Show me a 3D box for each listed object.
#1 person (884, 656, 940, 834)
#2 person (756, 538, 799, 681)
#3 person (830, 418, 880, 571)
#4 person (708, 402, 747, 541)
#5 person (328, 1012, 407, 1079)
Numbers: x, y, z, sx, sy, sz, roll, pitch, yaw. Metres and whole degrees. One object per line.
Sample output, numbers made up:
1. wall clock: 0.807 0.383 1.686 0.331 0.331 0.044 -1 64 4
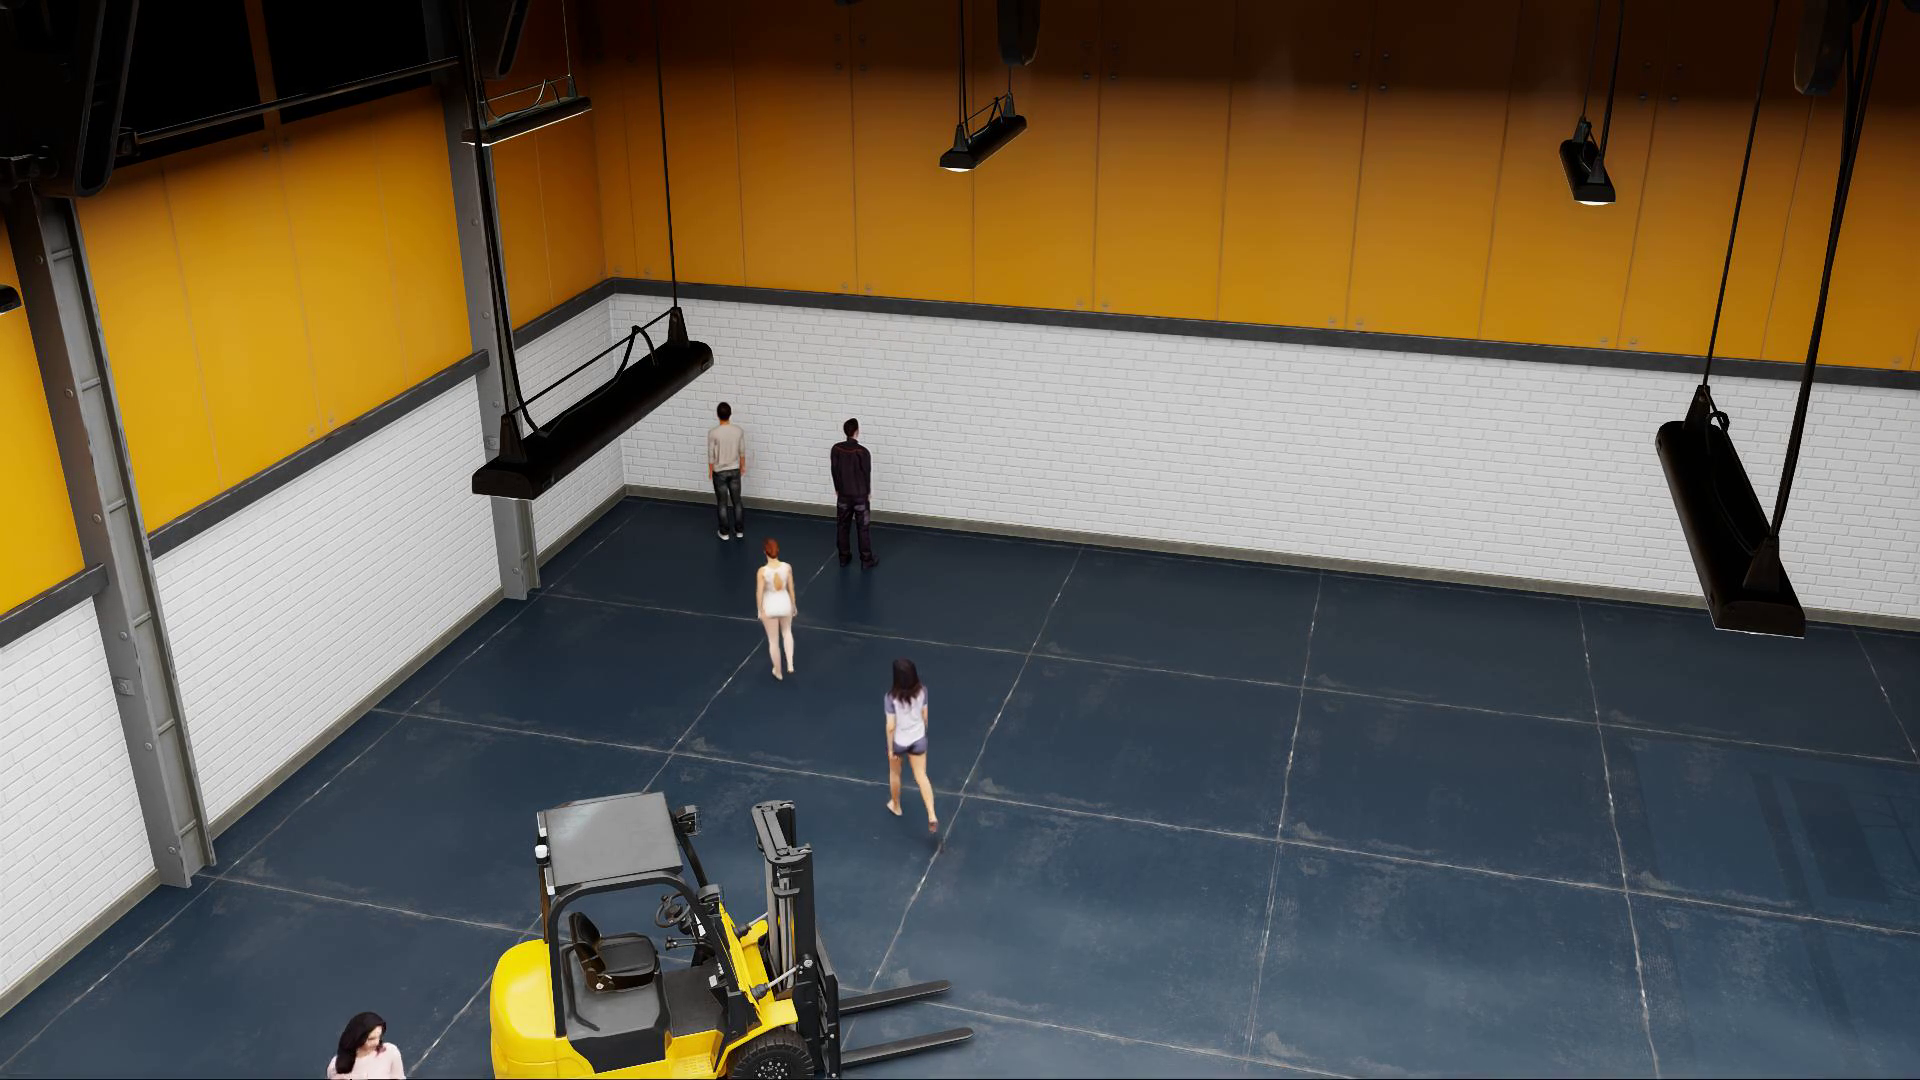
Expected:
1. person: -0.434 1.864 15.043 0.991 1.706 1.106 -11 26 -23
2. person: -1.913 0.768 17.640 0.705 1.634 0.757 -11 26 -23
3. person: -1.303 -0.574 20.360 0.708 1.915 0.613 9 25 20
4. person: -2.965 -0.882 21.196 0.699 1.809 0.743 -11 26 -24
5. person: -3.813 3.752 10.665 0.860 1.752 0.819 -3 24 -6
